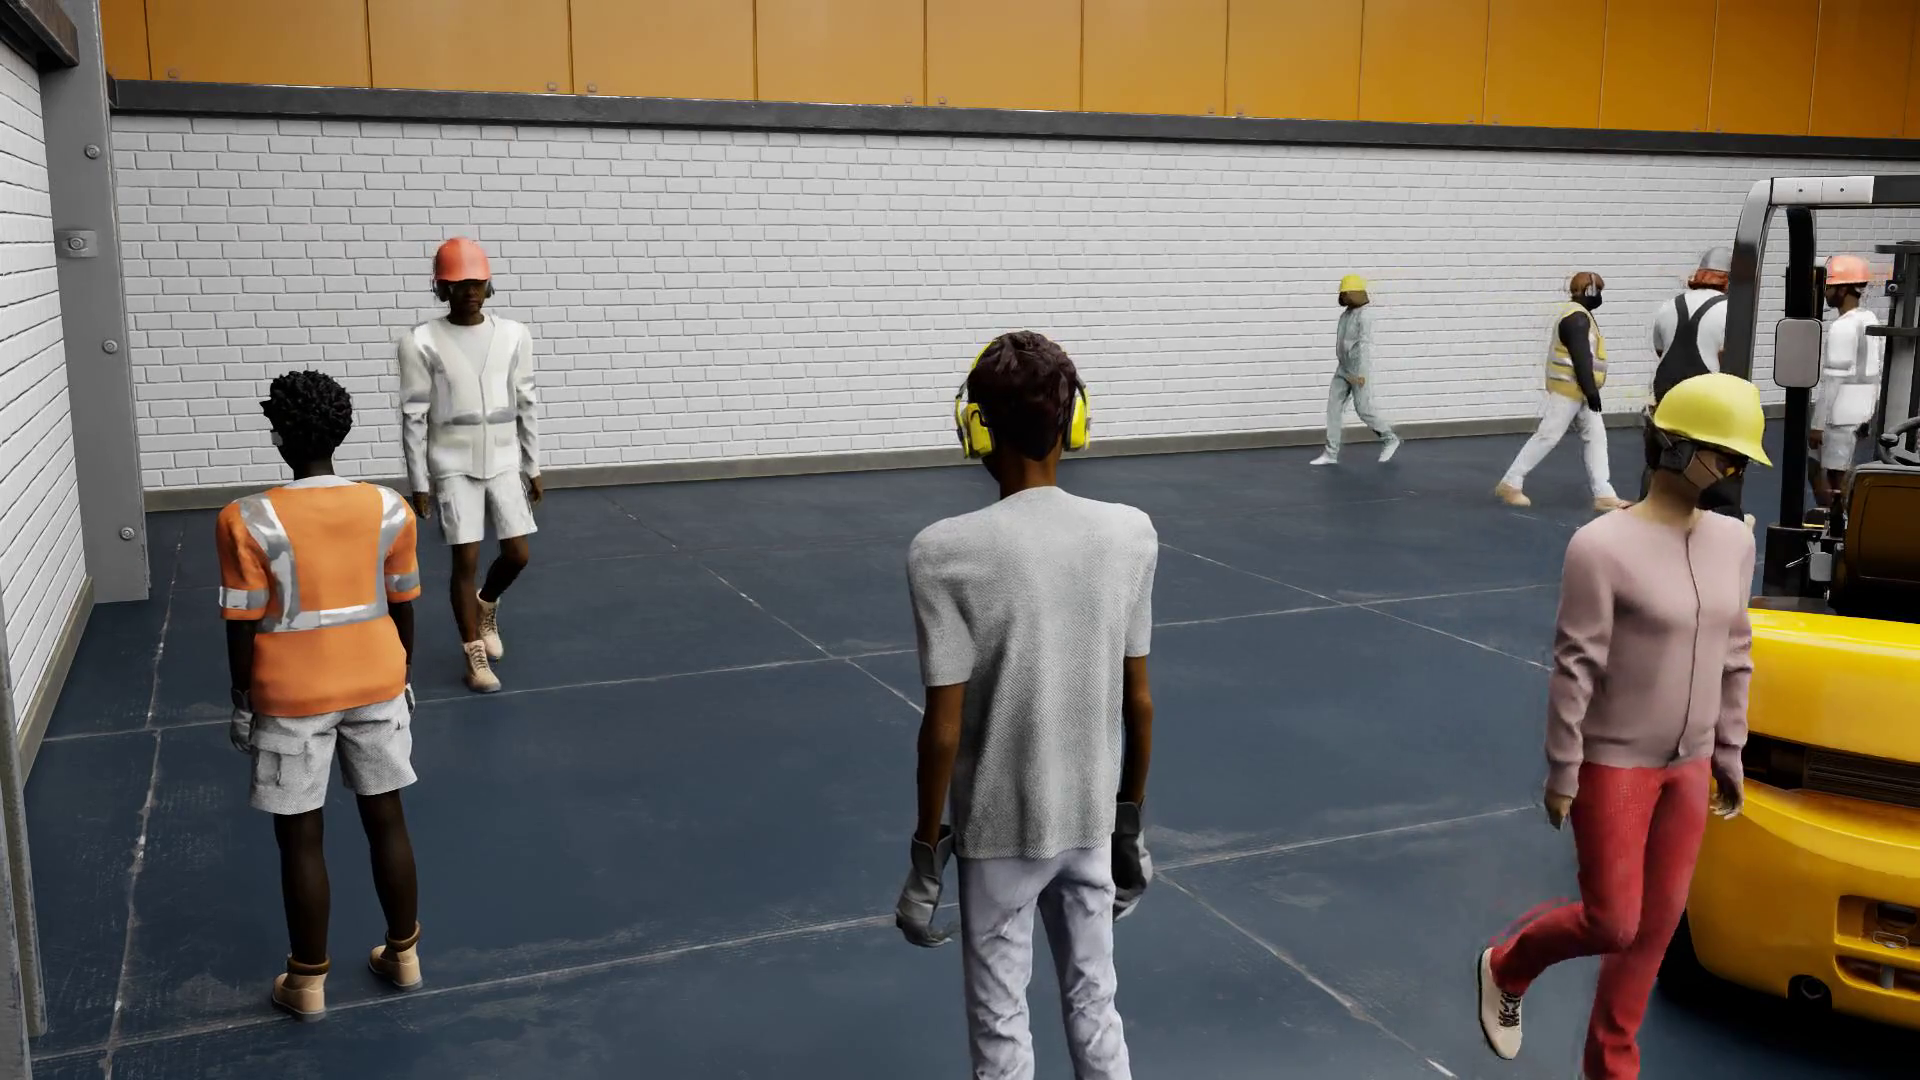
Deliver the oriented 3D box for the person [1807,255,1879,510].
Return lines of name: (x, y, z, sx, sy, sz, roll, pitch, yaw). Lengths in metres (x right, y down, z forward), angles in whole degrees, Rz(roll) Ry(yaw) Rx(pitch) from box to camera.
person: (5.330, -0.774, 10.189, 0.548, 1.919, 0.586, 9, 14, 41)

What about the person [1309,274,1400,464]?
person: (3.576, -1.519, 14.893, 0.791, 1.719, 0.496, -4, 11, -19)

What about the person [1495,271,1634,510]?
person: (4.558, -1.118, 12.491, 0.978, 1.787, 0.631, 6, 12, 28)

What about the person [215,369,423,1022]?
person: (-1.649, 0.403, 4.354, 0.323, 1.689, 0.530, 10, 14, 43)

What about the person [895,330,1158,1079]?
person: (0.120, 0.556, 3.047, 0.512, 1.859, 0.336, -5, 12, -27)

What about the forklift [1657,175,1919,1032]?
forklift: (2.810, 0.094, 4.662, 1.214, 2.155, 2.313, 7, 12, 34)

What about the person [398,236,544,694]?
person: (-2.196, -0.335, 7.477, 0.624, 2.028, 0.537, -7, 12, -34)

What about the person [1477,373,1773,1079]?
person: (1.516, 0.483, 3.783, 0.525, 1.739, 0.502, -5, 11, -24)

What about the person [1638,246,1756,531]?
person: (4.879, -0.976, 10.980, 1.050, 2.000, 0.698, -6, 12, -32)
